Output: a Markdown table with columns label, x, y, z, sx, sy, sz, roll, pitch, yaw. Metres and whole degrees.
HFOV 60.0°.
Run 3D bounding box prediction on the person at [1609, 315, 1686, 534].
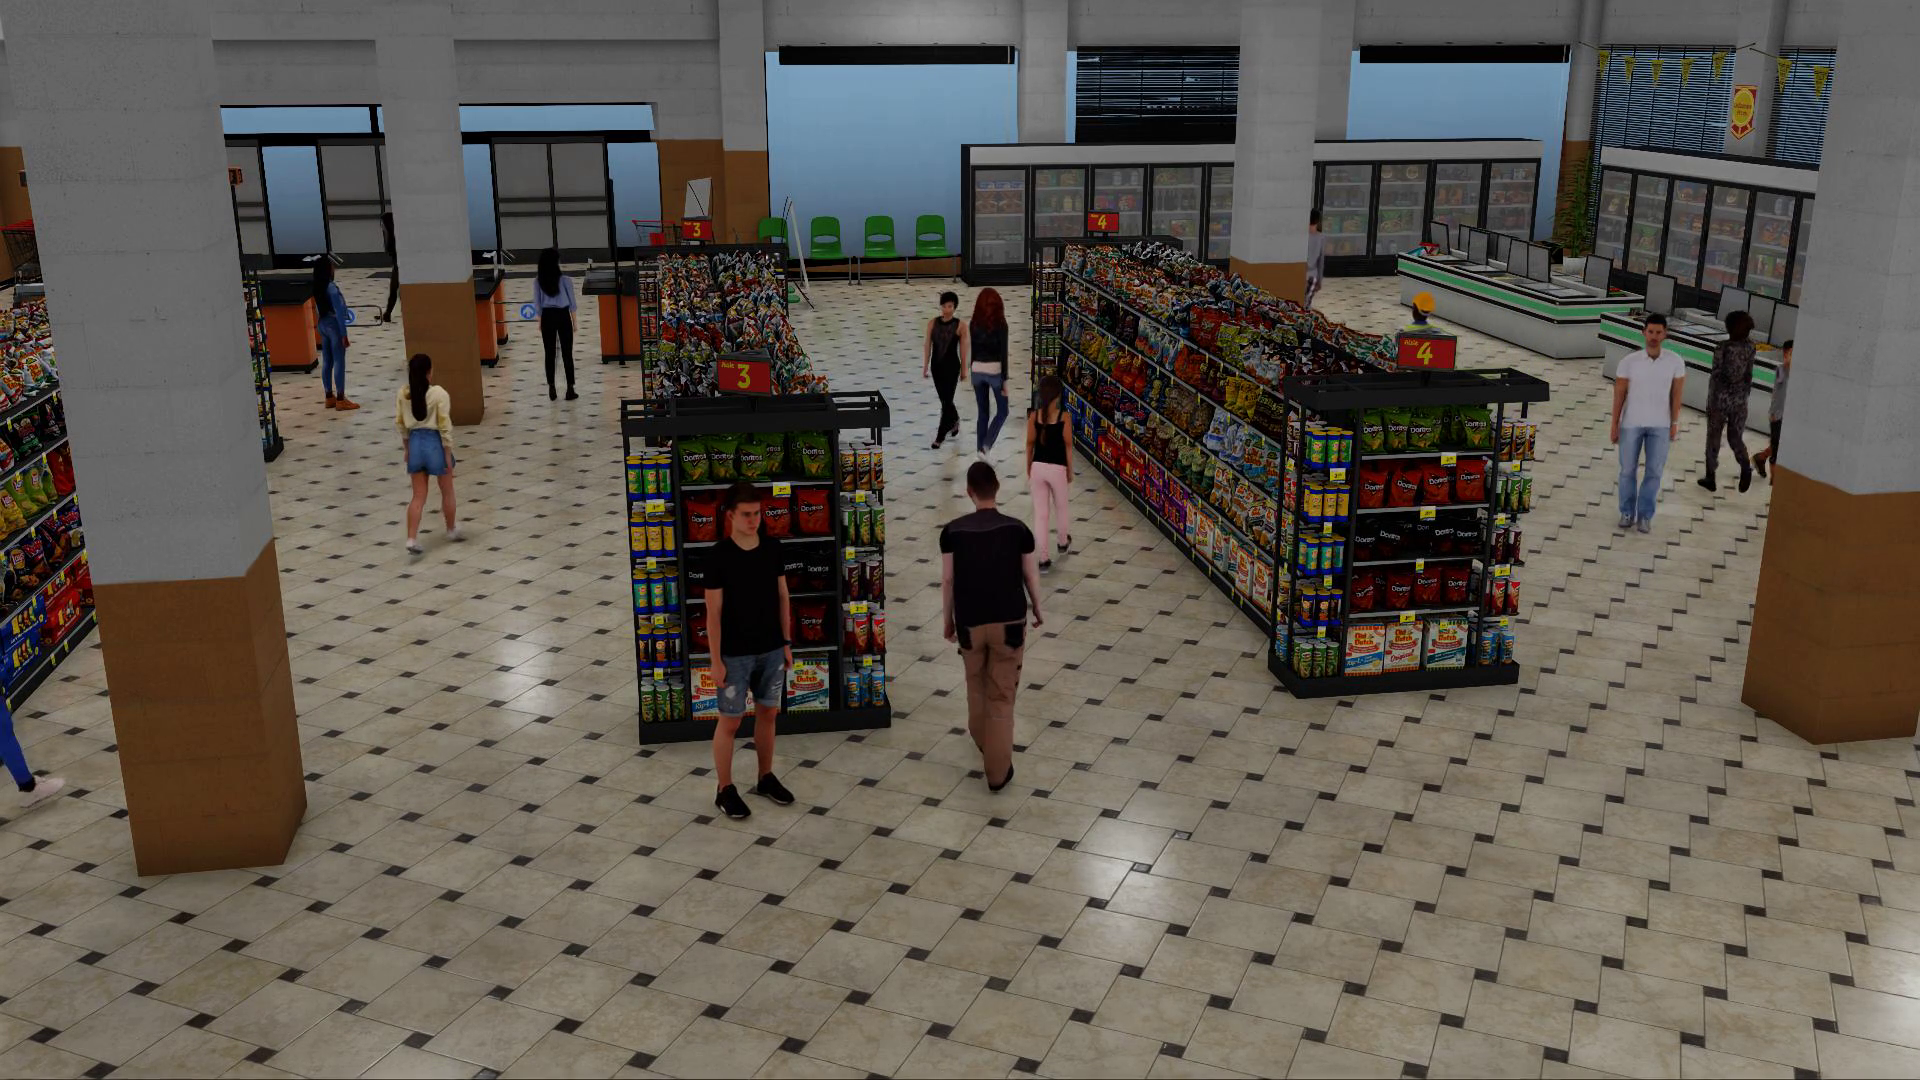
| label | x | y | z | sx | sy | sz | roll | pitch | yaw |
| --- | --- | --- | --- | --- | --- | --- | --- | --- | --- |
| person | 5.812 | -0.993 | 14.097 | 0.858 | 1.844 | 0.912 | 8 | 19 | 24 |

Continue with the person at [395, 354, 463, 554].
| label | x | y | z | sx | sy | sz | roll | pitch | yaw |
| --- | --- | --- | --- | --- | --- | --- | --- | --- | --- |
| person | -4.341 | -0.668 | 13.450 | 0.856 | 1.597 | 1.187 | 2 | 17 | 5 |

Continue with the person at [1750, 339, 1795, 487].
| label | x | y | z | sx | sy | sz | roll | pitch | yaw |
| --- | --- | --- | --- | --- | --- | --- | --- | --- | --- |
| person | 7.673 | -1.228 | 15.560 | 0.660 | 1.443 | 0.816 | -7 | 18 | -21 |

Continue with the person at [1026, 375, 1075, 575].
| label | x | y | z | sx | sy | sz | roll | pitch | yaw |
| --- | --- | --- | --- | --- | --- | --- | --- | --- | --- |
| person | 0.689 | -0.489 | 12.959 | 0.750 | 1.540 | 0.997 | 3 | 17 | 10 |

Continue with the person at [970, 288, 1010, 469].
| label | x | y | z | sx | sy | sz | roll | pitch | yaw |
| --- | --- | --- | --- | --- | --- | --- | --- | --- | --- |
| person | 0.234 | -1.498 | 15.874 | 0.791 | 1.776 | 0.852 | 9 | 19 | 27 |

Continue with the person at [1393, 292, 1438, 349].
| label | x | y | z | sx | sy | sz | roll | pitch | yaw |
| --- | --- | --- | --- | --- | --- | --- | --- | --- | --- |
| person | 4.229 | -1.367 | 15.424 | 0.831 | 1.787 | 1.176 | -7 | 18 | -22 |

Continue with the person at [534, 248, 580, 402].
| label | x | y | z | sx | sy | sz | roll | pitch | yaw |
| --- | --- | --- | --- | --- | --- | --- | --- | --- | --- |
| person | -4.661 | -2.489 | 19.194 | 0.692 | 1.745 | 0.621 | 0 | 17 | 1 |

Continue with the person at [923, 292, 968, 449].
| label | x | y | z | sx | sy | sz | roll | pitch | yaw |
| --- | --- | --- | --- | --- | --- | --- | --- | --- | --- |
| person | -0.121 | -1.741 | 17.053 | 0.925 | 1.557 | 1.111 | 7 | 18 | 21 |

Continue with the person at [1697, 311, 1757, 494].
| label | x | y | z | sx | sy | sz | roll | pitch | yaw |
| --- | --- | --- | --- | --- | --- | --- | --- | --- | --- |
| person | 7.017 | -1.215 | 15.078 | 0.643 | 1.697 | 0.999 | -2 | 17 | -5 |

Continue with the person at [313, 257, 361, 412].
| label | x | y | z | sx | sy | sz | roll | pitch | yaw |
| --- | --- | --- | --- | --- | --- | --- | --- | --- | --- |
| person | -7.071 | -2.327 | 18.715 | 0.658 | 1.713 | 0.741 | 14 | 22 | 38 |

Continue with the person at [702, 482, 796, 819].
| label | x | y | z | sx | sy | sz | roll | pitch | yaw |
| --- | --- | --- | --- | --- | --- | --- | --- | --- | --- |
| person | -1.143 | 0.573 | 8.936 | 0.722 | 1.845 | 0.712 | -12 | 21 | -35 |

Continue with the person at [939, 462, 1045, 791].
| label | x | y | z | sx | sy | sz | roll | pitch | yaw |
| --- | --- | --- | --- | --- | --- | --- | --- | --- | --- |
| person | 0.144 | 0.505 | 9.234 | 0.940 | 1.803 | 1.099 | 5 | 18 | 15 |
